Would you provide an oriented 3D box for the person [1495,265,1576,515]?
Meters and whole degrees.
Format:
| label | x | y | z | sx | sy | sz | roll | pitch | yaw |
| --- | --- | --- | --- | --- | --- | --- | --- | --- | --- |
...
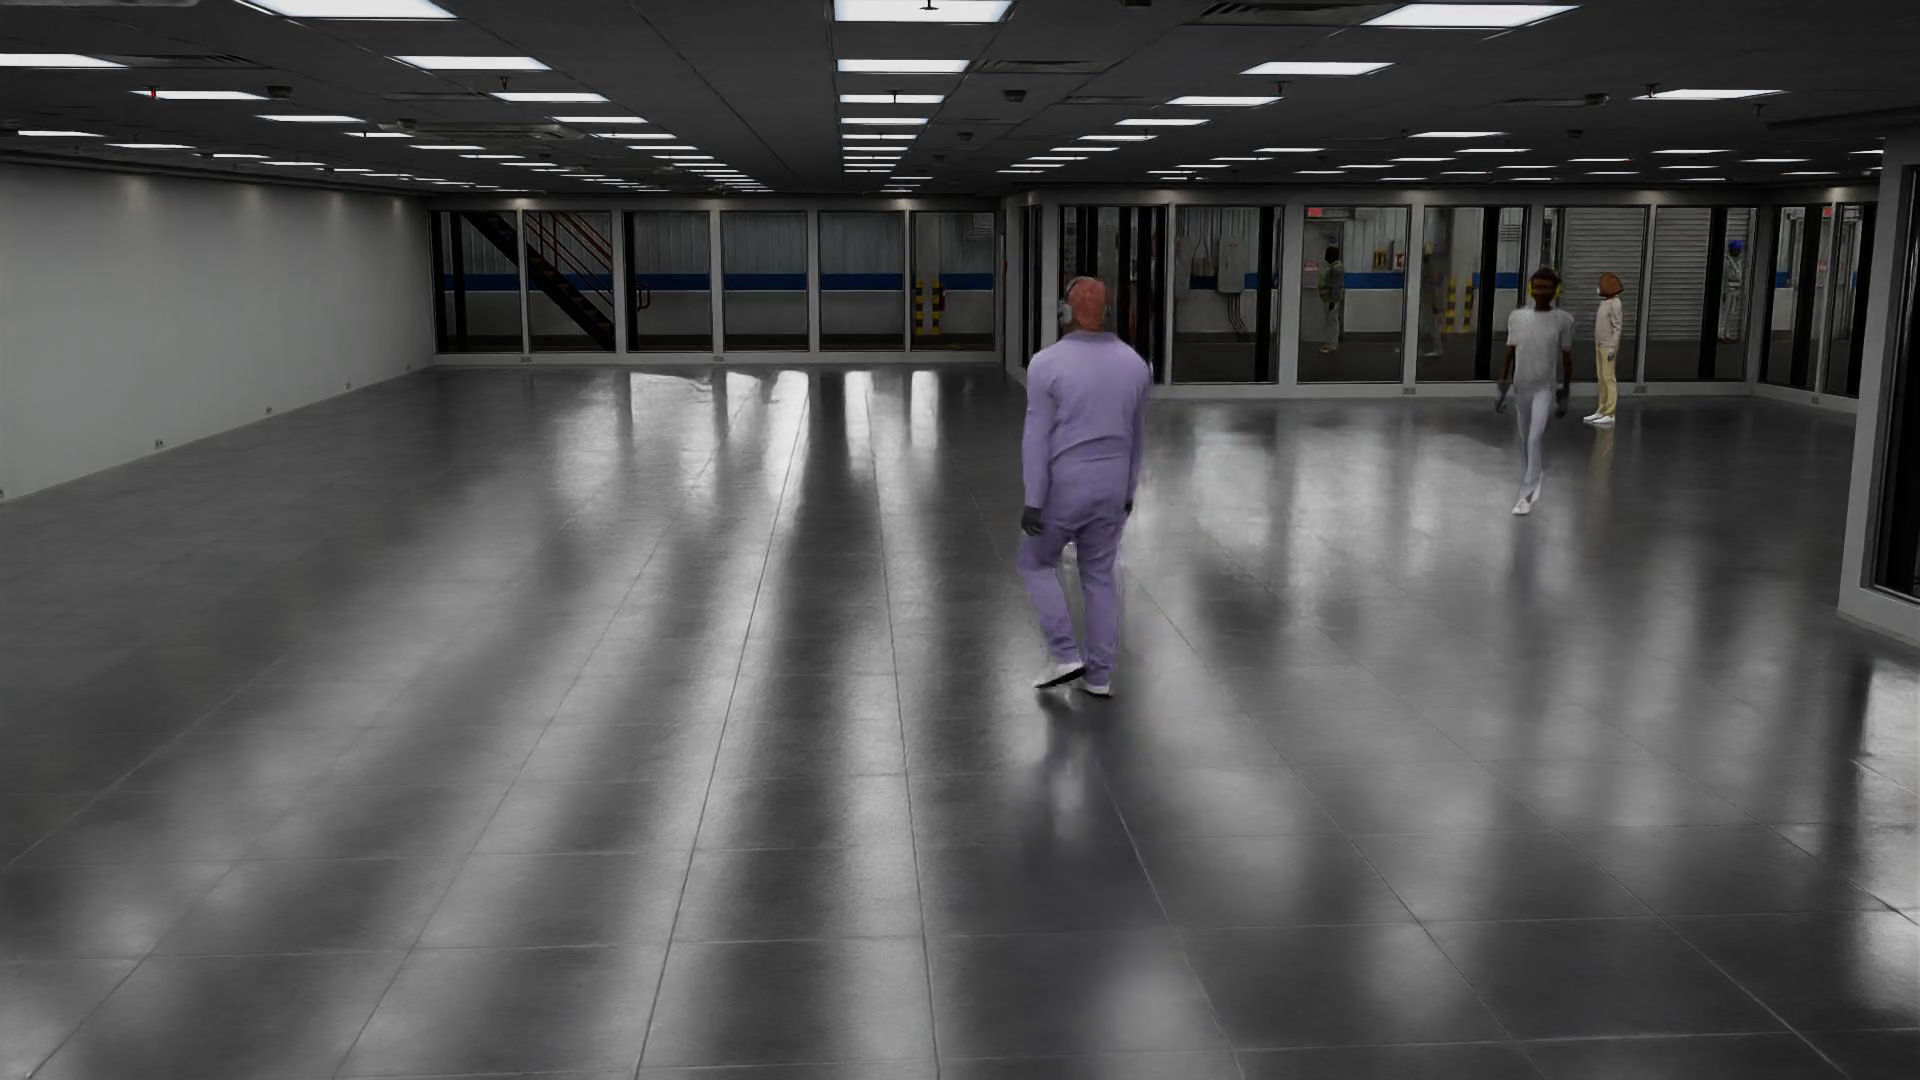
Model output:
| label | x | y | z | sx | sy | sz | roll | pitch | yaw |
| --- | --- | --- | --- | --- | --- | --- | --- | --- | --- |
| person | 4.340 | -1.141 | 12.519 | 0.516 | 1.845 | 0.845 | 8 | 13 | 38 |

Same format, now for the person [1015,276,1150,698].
| label | x | y | z | sx | sy | sz | roll | pitch | yaw |
| --- | --- | --- | --- | --- | --- | --- | --- | --- | --- |
| person | 0.526 | -0.224 | 7.443 | 0.668 | 1.887 | 0.446 | -6 | 12 | -30 |

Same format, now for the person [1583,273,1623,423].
| label | x | y | z | sx | sy | sz | roll | pitch | yaw |
| --- | --- | --- | --- | --- | --- | --- | --- | --- | --- |
| person | 7.068 | -2.093 | 18.210 | 0.268 | 1.632 | 0.508 | 1 | 11 | 3 |
